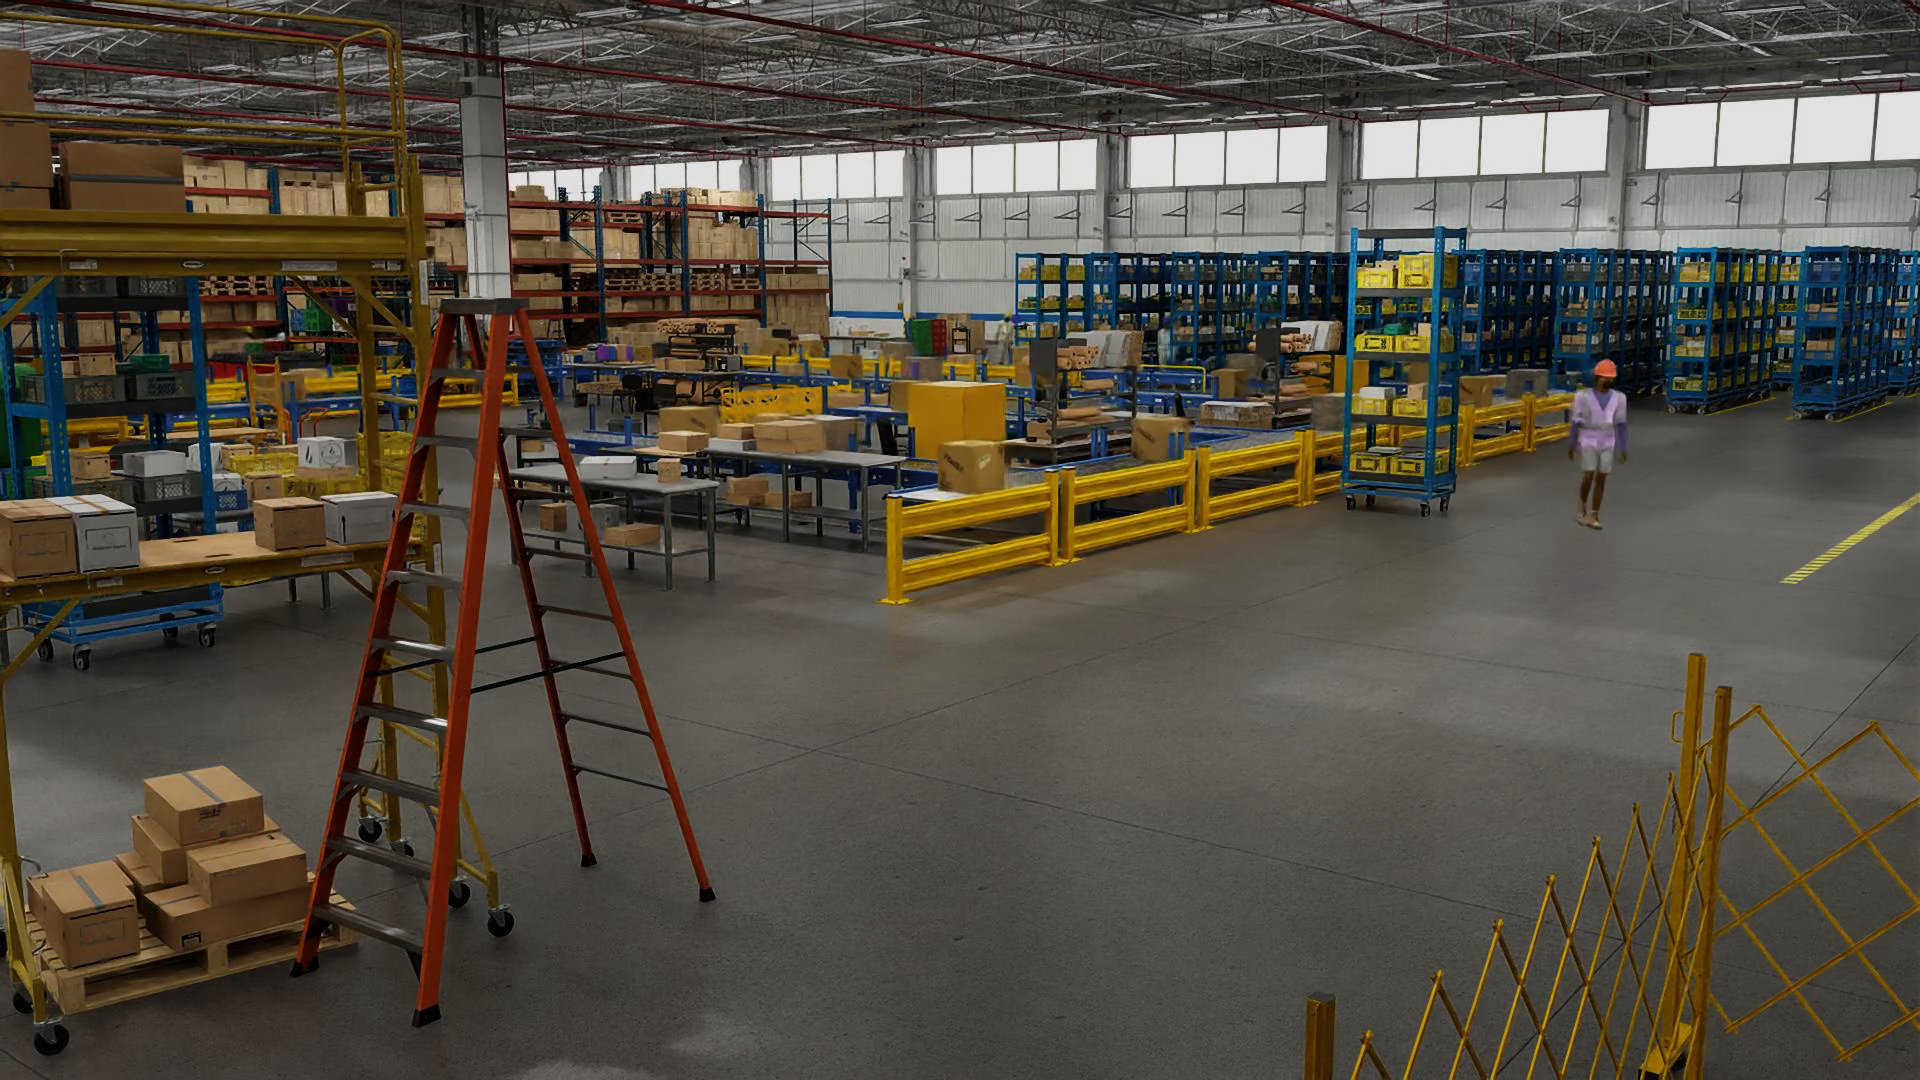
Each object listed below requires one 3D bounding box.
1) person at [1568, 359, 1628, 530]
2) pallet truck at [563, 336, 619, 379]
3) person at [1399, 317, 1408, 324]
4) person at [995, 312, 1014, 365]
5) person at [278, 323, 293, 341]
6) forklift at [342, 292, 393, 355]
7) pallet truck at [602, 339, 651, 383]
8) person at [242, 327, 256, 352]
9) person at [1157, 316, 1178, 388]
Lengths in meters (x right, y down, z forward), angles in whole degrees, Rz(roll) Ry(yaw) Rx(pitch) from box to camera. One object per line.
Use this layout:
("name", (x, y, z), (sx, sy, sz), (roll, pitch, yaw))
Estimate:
("person", (7.559, -1.119, 19.663), (0.653, 2.025, 0.443), (0, 9, 3))
("pallet truck", (-10.690, -5.294, 48.215), (1.601, 1.201, 0.680), (-5, 10, -26))
("person", (12.715, -5.554, 47.970), (0.441, 1.827, 0.586), (9, 13, 44))
("person", (1.486, -6.574, 54.455), (0.622, 1.789, 0.660), (-5, 10, -26))
("person", (-18.929, -5.275, 46.696), (0.534, 1.687, 0.411), (5, 10, 29))
("forklift", (-16.485, -5.622, 45.120), (1.129, 2.768, 1.873), (7, 11, 37))
("pallet truck", (-8.991, -4.871, 45.351), (0.653, 1.274, 1.630), (7, 11, 37))
("person", (-17.754, -4.456, 41.513), (0.854, 1.734, 0.537), (-9, 13, -44))
("person", (5.541, -4.999, 44.265), (0.615, 1.910, 0.956), (5, 11, 30))
